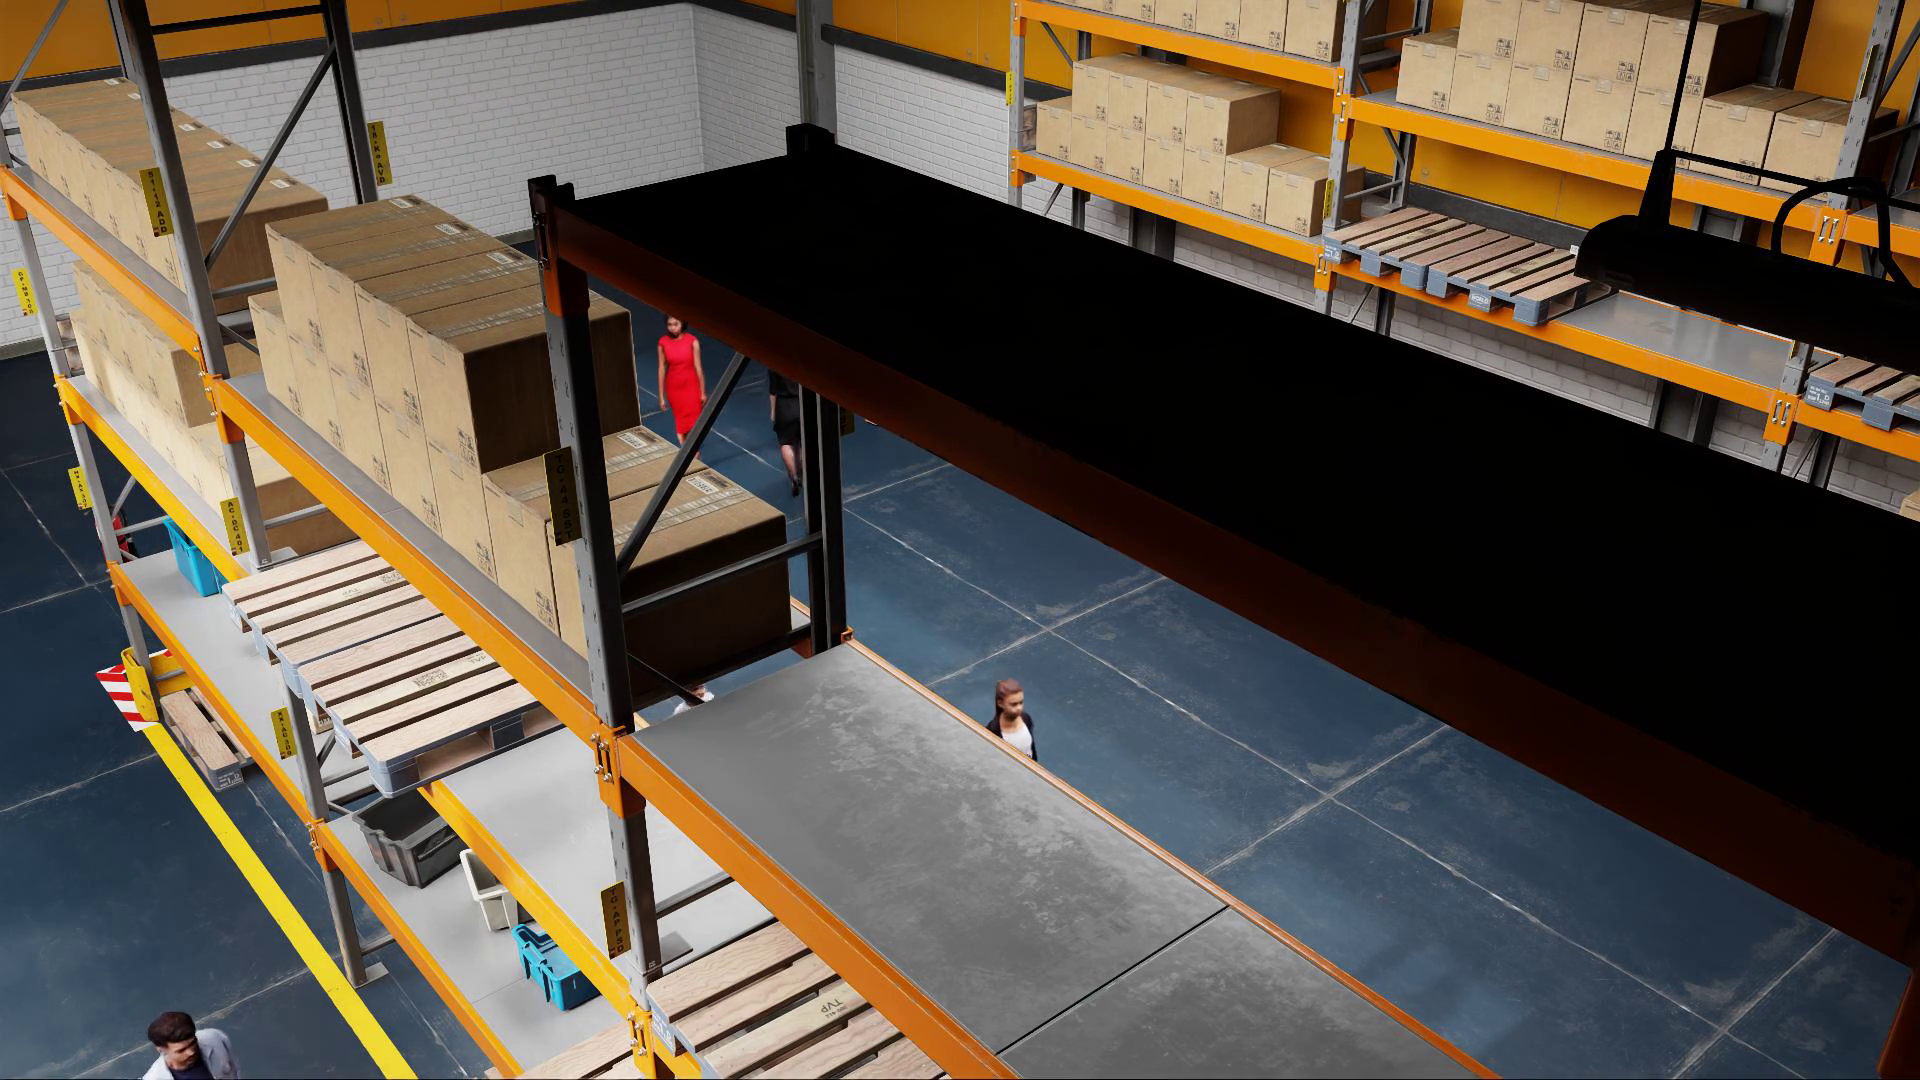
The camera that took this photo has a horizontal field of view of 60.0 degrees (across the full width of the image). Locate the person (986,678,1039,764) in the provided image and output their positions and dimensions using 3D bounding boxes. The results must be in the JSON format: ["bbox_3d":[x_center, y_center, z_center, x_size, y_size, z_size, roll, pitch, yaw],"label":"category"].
[{"bbox_3d":[0.289,1.548,10.983,0.592,1.544,0.726,-17,33,-28],"label":"person"}]

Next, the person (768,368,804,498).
[{"bbox_3d":[-1.582,-1.154,15.783,0.827,1.689,0.970,-5,29,-9],"label":"person"}]

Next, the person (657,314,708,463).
[{"bbox_3d":[-2.703,-1.478,16.327,0.732,1.737,0.779,-2,29,-3],"label":"person"}]

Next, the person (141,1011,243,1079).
[{"bbox_3d":[-3.758,2.948,8.157,0.897,1.792,0.852,15,32,25],"label":"person"}]
